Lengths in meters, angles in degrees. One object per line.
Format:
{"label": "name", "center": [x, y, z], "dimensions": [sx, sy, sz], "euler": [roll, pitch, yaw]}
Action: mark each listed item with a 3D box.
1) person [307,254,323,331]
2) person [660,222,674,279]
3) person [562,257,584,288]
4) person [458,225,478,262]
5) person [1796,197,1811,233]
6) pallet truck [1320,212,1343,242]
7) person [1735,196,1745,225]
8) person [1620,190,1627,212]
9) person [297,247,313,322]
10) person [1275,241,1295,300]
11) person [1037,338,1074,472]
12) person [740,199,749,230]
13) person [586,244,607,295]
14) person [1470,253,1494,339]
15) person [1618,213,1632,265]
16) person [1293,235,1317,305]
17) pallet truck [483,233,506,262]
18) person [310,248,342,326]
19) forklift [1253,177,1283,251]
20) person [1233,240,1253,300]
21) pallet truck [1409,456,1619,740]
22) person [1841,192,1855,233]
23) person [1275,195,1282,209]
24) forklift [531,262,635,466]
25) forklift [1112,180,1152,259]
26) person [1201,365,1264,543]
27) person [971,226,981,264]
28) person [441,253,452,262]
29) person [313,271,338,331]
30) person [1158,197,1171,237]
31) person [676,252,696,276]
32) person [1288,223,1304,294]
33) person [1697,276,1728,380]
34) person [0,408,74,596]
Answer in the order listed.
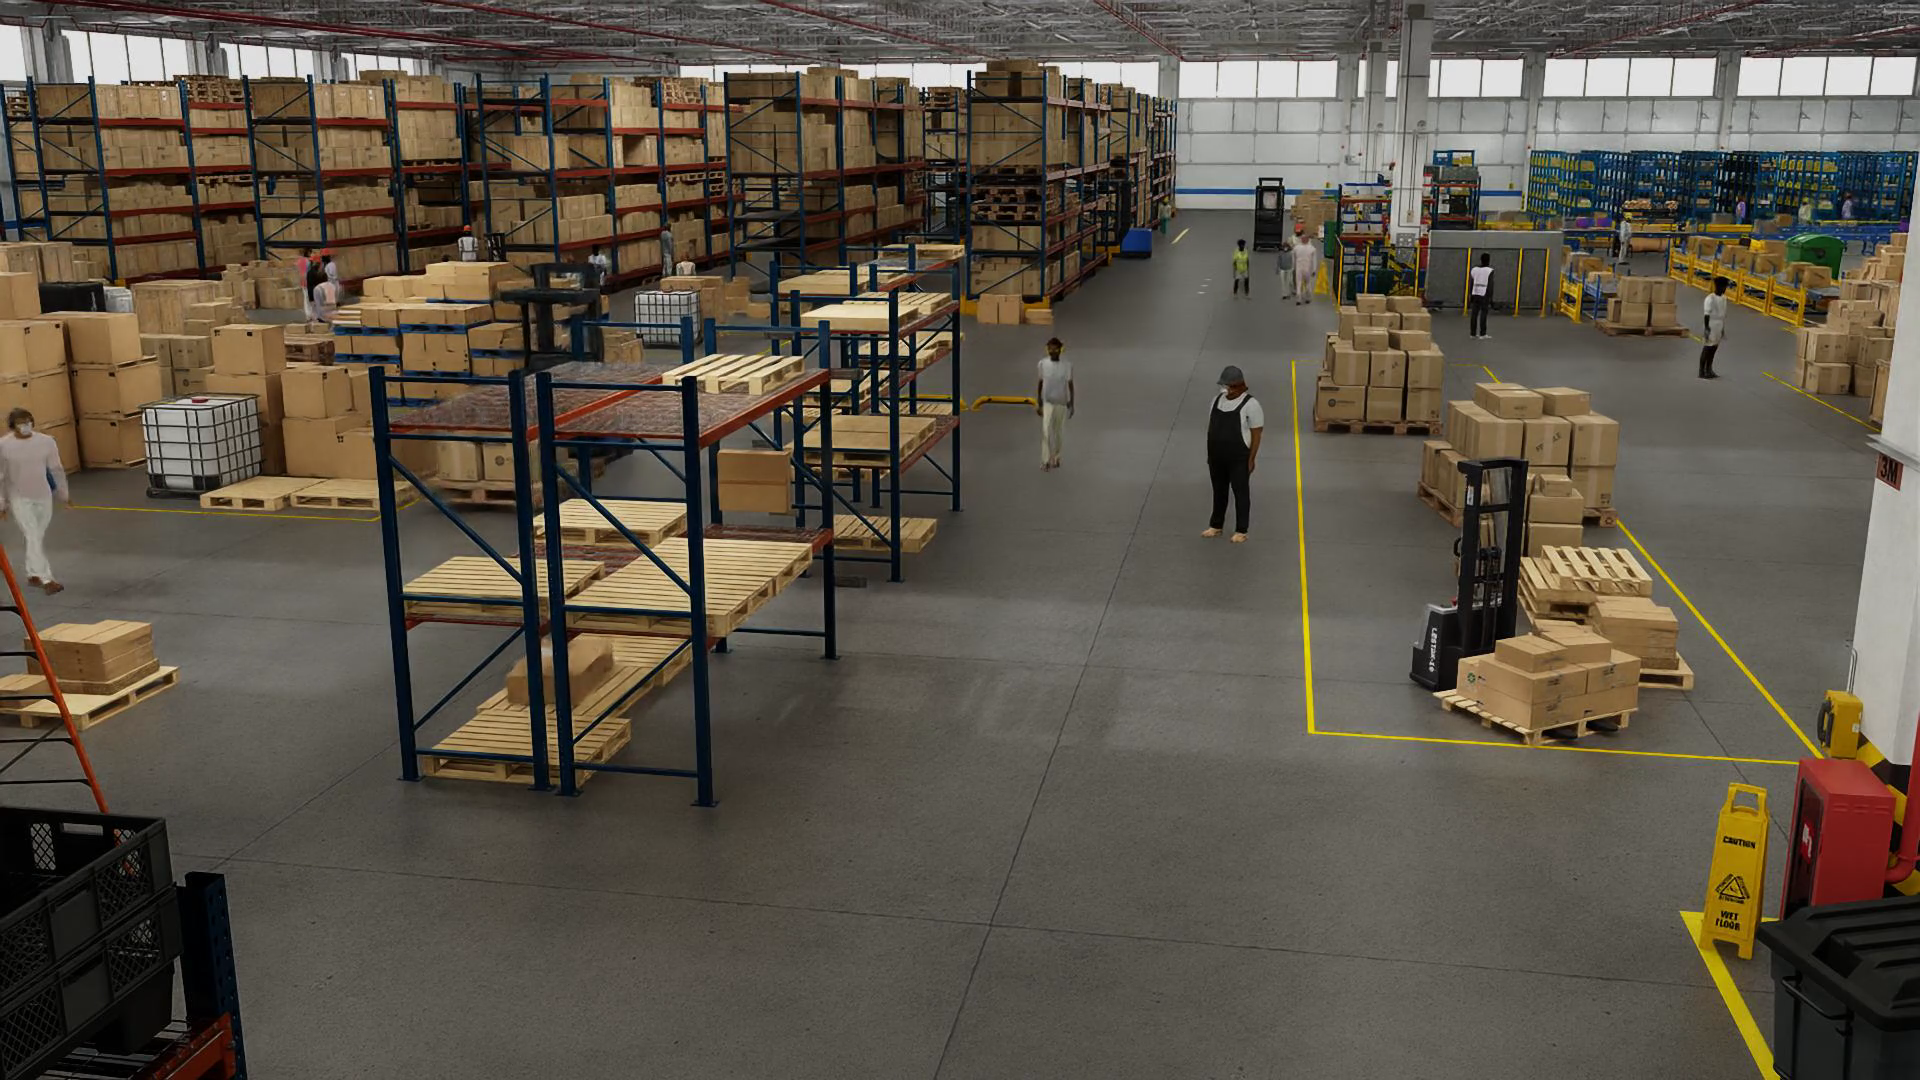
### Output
{"label": "person", "center": [-14.059, -5.260, 36.400], "dimensions": [0.389, 1.986, 0.608], "euler": [-9, 17, -33]}
{"label": "person", "center": [-8.762, -8.570, 49.937], "dimensions": [0.373, 1.940, 0.628], "euler": [-10, 17, -35]}
{"label": "person", "center": [-9.350, -6.020, 40.219], "dimensions": [0.522, 1.631, 0.317], "euler": [0, 14, -1]}
{"label": "person", "center": [-14.237, -8.149, 48.227], "dimensions": [0.547, 1.938, 0.379], "euler": [-4, 14, -14]}
{"label": "person", "center": [36.264, -13.823, 71.510], "dimensions": [0.431, 1.814, 0.616], "euler": [-5, 15, -18]}
{"label": "pallet truck", "center": [15.874, -13.227, 70.310], "dimensions": [0.680, 1.201, 1.601], "euler": [10, 17, 35]}
{"label": "person", "center": [33.883, -14.015, 72.243], "dimensions": [0.570, 1.840, 0.372], "euler": [-12, 18, -41]}
{"label": "person", "center": [35.791, -18.241, 89.577], "dimensions": [0.330, 1.753, 0.561], "euler": [-10, 17, -36]}
{"label": "person", "center": [-15.921, -6.278, 40.882], "dimensions": [0.643, 1.821, 0.574], "euler": [7, 15, 26]}
{"label": "person", "center": [9.032, -7.473, 46.143], "dimensions": [0.526, 1.614, 0.506], "euler": [6, 15, 22]}
{"label": "person", "center": [1.308, -1.844, 22.847], "dimensions": [0.541, 1.825, 0.941], "euler": [2, 14, 9]}
{"label": "person", "center": [-9.433, -14.057, 72.501], "dimensions": [0.591, 1.790, 0.956], "euler": [4, 14, 14]}
{"label": "person", "center": [-9.690, -7.005, 44.148], "dimensions": [0.548, 1.650, 0.853], "euler": [5, 15, 20]}
{"label": "person", "center": [11.768, -5.509, 37.548], "dimensions": [0.398, 1.920, 0.588], "euler": [-10, 17, -35]}
{"label": "person", "center": [23.226, -10.506, 58.054], "dimensions": [0.403, 1.817, 0.601], "euler": [10, 17, 35]}
{"label": "person", "center": [9.330, -7.325, 45.064], "dimensions": [0.645, 1.853, 0.986], "euler": [4, 14, 15]}
{"label": "pallet truck", "center": [-11.832, -7.026, 43.548], "dimensions": [1.885, 1.965, 0.823], "euler": [8, 16, 28]}
{"label": "person", "center": [-14.959, -5.908, 39.228], "dimensions": [0.924, 1.896, 0.551], "euler": [-10, 17, -36]}
{"label": "forklift", "center": [12.083, -12.747, 64.956], "dimensions": [1.129, 2.768, 1.873], "euler": [3, 14, 10]}
{"label": "person", "center": [7.811, -7.460, 45.996], "dimensions": [0.536, 1.652, 0.862], "euler": [-4, 14, -15]}
{"label": "pallet truck", "center": [4.504, 0.400, 13.395], "dimensions": [0.823, 1.965, 1.885], "euler": [-6, 15, -23]}
{"label": "person", "center": [38.027, -13.864, 71.246], "dimensions": [0.726, 2.027, 0.614], "euler": [12, 18, 40]}
{"label": "person", "center": [16.365, -17.217, 85.700], "dimensions": [0.520, 1.622, 0.644], "euler": [-12, 18, -39]}
{"label": "forklift", "center": [-5.387, -2.450, 23.151], "dimensions": [1.129, 2.768, 1.873], "euler": [3, 14, 10]}
{"label": "forklift", "center": [6.082, -11.722, 60.796], "dimensions": [1.873, 2.768, 1.129], "euler": [2, 14, 9]}
{"label": "person", "center": [3.062, -0.981, 18.916], "dimensions": [0.535, 2.000, 0.684], "euler": [-13, 19, -43]}
{"label": "person", "center": [0.566, -10.547, 58.319], "dimensions": [0.526, 1.768, 0.330], "euler": [13, 19, 41]}
{"label": "person", "center": [-11.444, -5.431, 37.194], "dimensions": [0.372, 1.940, 0.632], "euler": [-2, 14, -10]}
{"label": "person", "center": [-13.089, -4.627, 34.229], "dimensions": [0.965, 1.787, 0.655], "euler": [6, 15, 24]}
{"label": "person", "center": [8.996, -14.193, 73.158], "dimensions": [0.535, 1.739, 0.492], "euler": [2, 14, 7]}
{"label": "person", "center": [-6.877, -6.413, 41.798], "dimensions": [0.515, 1.639, 0.314], "euler": [-7, 16, -28]}
{"label": "person", "center": [9.675, -8.065, 47.711], "dimensions": [0.635, 2.024, 0.425], "euler": [5, 15, 21]}
{"label": "person", "center": [14.196, -3.993, 31.297], "dimensions": [0.613, 1.963, 0.362], "euler": [-10, 17, -36]}
{"label": "person", "center": [-9.302, -0.383, 16.773], "dimensions": [0.976, 1.894, 0.653], "euler": [10, 17, 35]}
